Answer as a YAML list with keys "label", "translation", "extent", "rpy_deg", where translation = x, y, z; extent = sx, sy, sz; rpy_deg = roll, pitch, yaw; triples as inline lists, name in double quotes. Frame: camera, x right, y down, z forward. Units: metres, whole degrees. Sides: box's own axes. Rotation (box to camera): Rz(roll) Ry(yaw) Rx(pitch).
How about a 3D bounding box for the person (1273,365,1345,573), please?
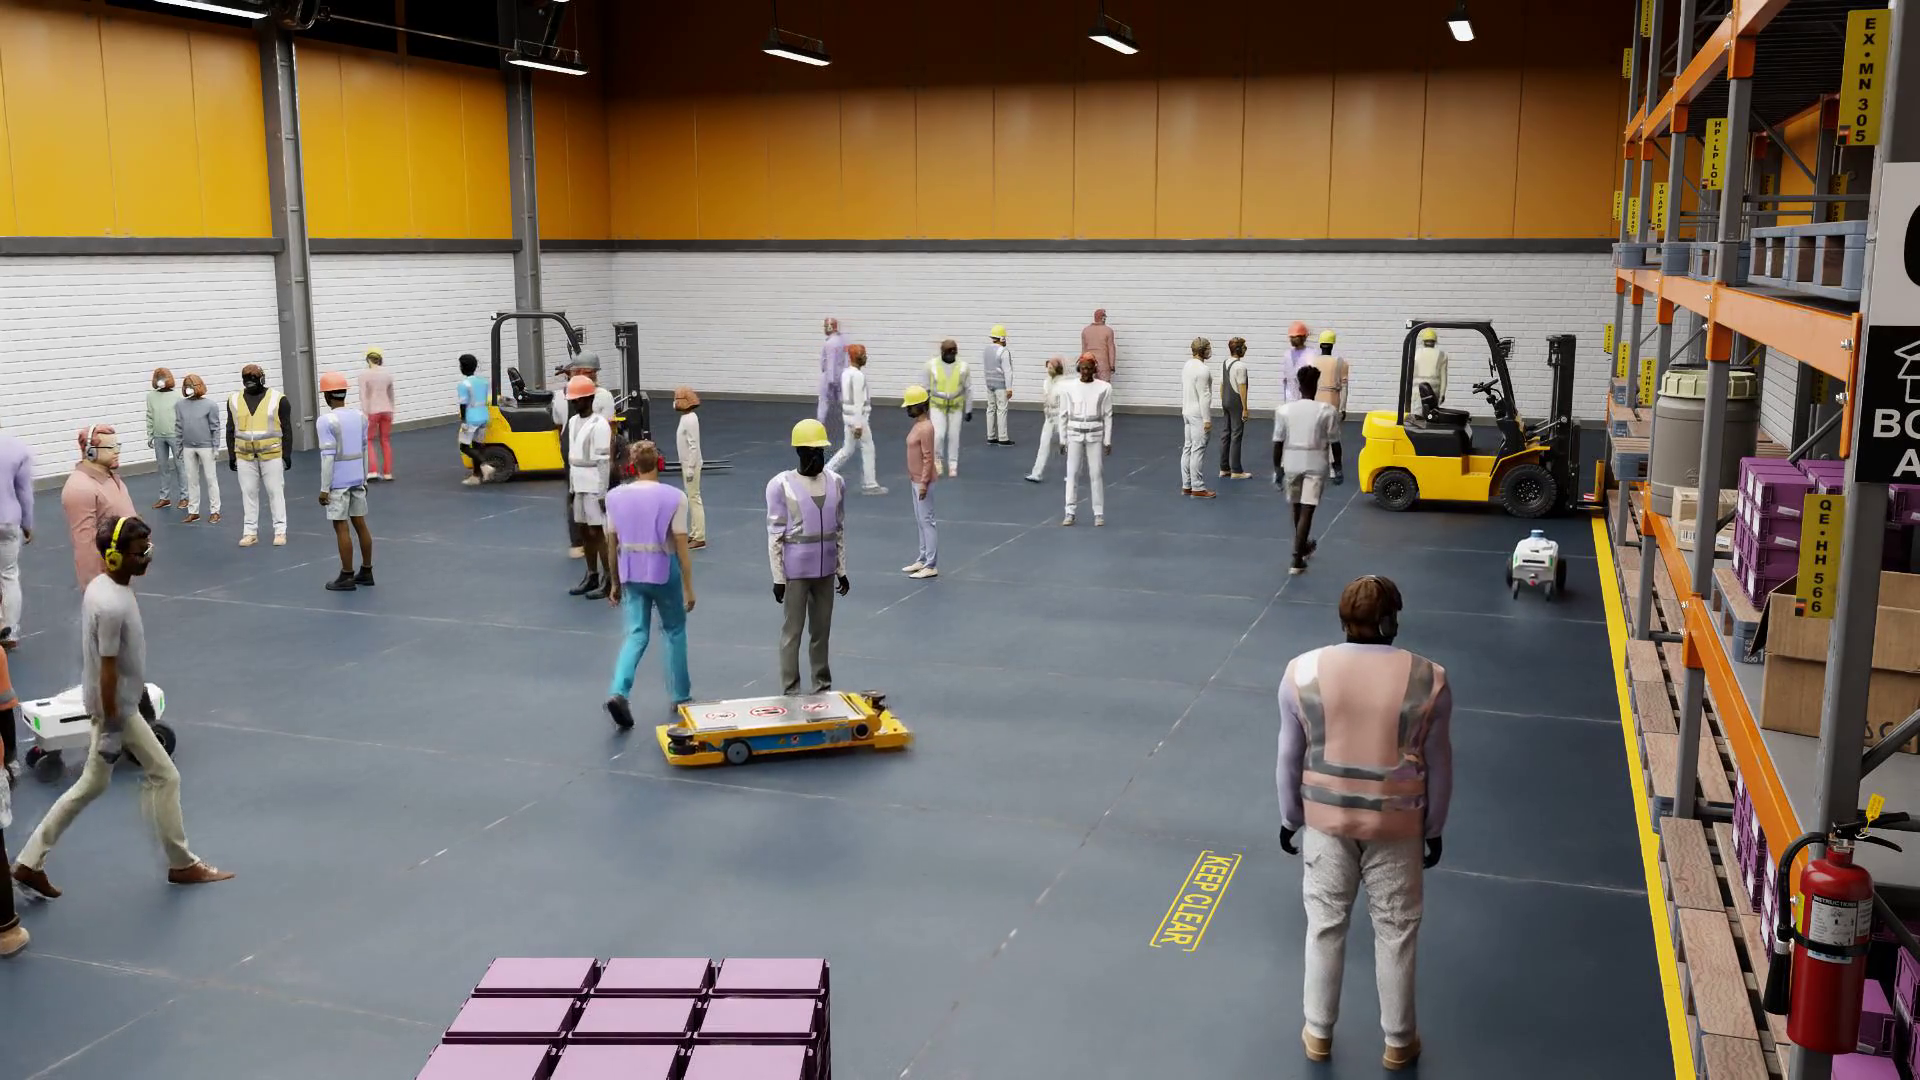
- label: "person"
  translation: [3.279, -0.682, 15.623]
  extent: [0.611, 1.910, 1.015]
  rpy_deg: [7, 12, 33]

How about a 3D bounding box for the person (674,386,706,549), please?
- label: "person"
  translation: [-2.709, -0.723, 16.637]
  extent: [0.271, 1.632, 0.503]
  rpy_deg: [-2, 10, -13]

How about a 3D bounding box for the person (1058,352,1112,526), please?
- label: "person"
  translation: [1.362, -1.080, 17.990]
  extent: [0.596, 1.881, 0.385]
  rpy_deg: [1, 10, 5]

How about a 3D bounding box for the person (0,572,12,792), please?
- label: "person"
  translation: [-5.439, 0.459, 8.966]
  extent: [0.375, 1.995, 0.611]
  rpy_deg: [3, 11, 17]

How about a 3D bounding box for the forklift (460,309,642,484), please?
- label: "forklift"
  translation: [-5.354, -1.902, 21.697]
  extent: [2.313, 2.155, 1.214]
  rpy_deg: [-2, 10, -13]

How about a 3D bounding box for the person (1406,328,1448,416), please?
- label: "person"
  translation: [6.942, -2.250, 24.770]
  extent: [0.600, 1.806, 0.774]
  rpy_deg: [3, 11, 18]

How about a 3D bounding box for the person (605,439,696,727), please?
- label: "person"
  translation: [-1.992, 0.271, 10.585]
  extent: [0.582, 1.813, 0.856]
  rpy_deg: [2, 10, 14]

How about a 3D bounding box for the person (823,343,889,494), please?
- label: "person"
  translation: [-1.328, -1.451, 20.129]
  extent: [0.860, 1.858, 0.584]
  rpy_deg: [-4, 11, -22]

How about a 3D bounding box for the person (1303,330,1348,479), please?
- label: "person"
  translation: [4.732, -1.751, 21.601]
  extent: [0.589, 1.927, 0.386]
  rpy_deg: [3, 10, 15]

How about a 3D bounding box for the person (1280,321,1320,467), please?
- label: "person"
  translation: [4.628, -1.943, 22.445]
  extent: [0.839, 2.019, 0.635]
  rpy_deg: [-8, 13, -40]

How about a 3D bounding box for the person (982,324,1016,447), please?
- label: "person"
  translation: [0.597, -2.330, 25.113]
  extent: [0.404, 1.837, 0.590]
  rpy_deg: [-8, 13, -38]

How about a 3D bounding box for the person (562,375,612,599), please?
- label: "person"
  translation: [-3.215, -0.457, 14.324]
  extent: [0.381, 1.927, 0.551]
  rpy_deg: [-8, 13, -39]

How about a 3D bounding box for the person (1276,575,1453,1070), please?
- label: "person"
  translation: [1.485, 1.039, 6.142]
  extent: [0.624, 1.841, 0.430]
  rpy_deg: [3, 11, 19]

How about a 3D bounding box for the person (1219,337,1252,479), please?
- label: "person"
  translation: [3.575, -1.714, 21.620]
  extent: [0.345, 1.847, 0.504]
  rpy_deg: [-5, 11, -26]

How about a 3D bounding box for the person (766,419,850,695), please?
- label: "person"
  translation: [-0.965, 0.182, 10.708]
  extent: [0.587, 1.930, 0.361]
  rpy_deg: [-9, 13, -41]

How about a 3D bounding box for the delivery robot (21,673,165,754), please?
- label: "delivery robot"
  translation: [-5.032, 1.008, 9.663]
  extent: [0.707, 0.478, 0.477]
  rpy_deg: [-8, 13, -39]

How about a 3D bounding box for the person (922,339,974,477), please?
- label: "person"
  translation: [-0.170, -1.708, 21.674]
  extent: [0.697, 1.817, 0.521]
  rpy_deg: [-1, 10, -7]

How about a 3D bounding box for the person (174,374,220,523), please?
- label: "person"
  translation: [-8.329, -0.997, 18.180]
  extent: [0.497, 1.633, 0.285]
  rpy_deg: [0, 10, 3]

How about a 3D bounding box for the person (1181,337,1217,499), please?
- label: "person"
  translation: [2.862, -1.469, 19.981]
  extent: [0.372, 1.940, 0.632]
  rpy_deg: [-3, 10, -14]

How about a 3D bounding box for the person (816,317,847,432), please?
- label: "person"
  translation: [-2.038, -2.647, 26.792]
  extent: [0.829, 1.878, 0.645]
  rpy_deg: [3, 11, 18]

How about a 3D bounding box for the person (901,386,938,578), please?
- label: "person"
  translation: [-0.371, -0.530, 15.204]
  extent: [0.326, 1.760, 0.524]
  rpy_deg: [-2, 10, -11]

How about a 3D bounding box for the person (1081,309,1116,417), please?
- label: "person"
  translation: [2.470, -3.121, 29.376]
  extent: [0.651, 1.907, 0.409]
  rpy_deg: [7, 12, 33]

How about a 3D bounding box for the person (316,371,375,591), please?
- label: "person"
  translation: [-5.444, -0.519, 14.639]
  extent: [0.370, 1.933, 0.551]
  rpy_deg: [4, 11, 23]

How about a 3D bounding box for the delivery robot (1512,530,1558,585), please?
- label: "delivery robot"
  translation: [5.007, 0.156, 14.459]
  extent: [0.477, 0.478, 0.707]
  rpy_deg: [4, 11, 22]

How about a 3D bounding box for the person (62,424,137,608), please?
- label: "person"
  translation: [-5.425, 0.209, 10.620]
  extent: [0.406, 1.906, 0.654]
  rpy_deg: [-2, 10, -12]

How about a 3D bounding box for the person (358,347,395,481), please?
- label: "person"
  translation: [-7.482, -1.617, 21.404]
  extent: [0.488, 1.725, 0.543]
  rpy_deg: [8, 13, 39]

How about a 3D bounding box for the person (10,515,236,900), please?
- label: "person"
  translation: [-3.957, 0.782, 7.674]
  extent: [0.938, 1.827, 0.539]
  rpy_deg: [-6, 12, -32]

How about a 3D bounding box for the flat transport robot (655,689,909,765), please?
- label: "flat transport robot"
  translation: [-1.087, 1.123, 10.080]
  extent: [1.431, 0.197, 0.652]
  rpy_deg: [-3, 11, -17]

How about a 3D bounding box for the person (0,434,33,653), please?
- label: "person"
  translation: [-7.128, -0.091, 12.250]
  extent: [0.508, 1.927, 0.627]
  rpy_deg: [9, 14, 42]

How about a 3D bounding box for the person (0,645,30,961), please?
- label: "person"
  translation: [-4.231, 0.961, 6.973]
  extent: [0.540, 1.695, 0.317]
  rpy_deg: [-5, 11, -25]

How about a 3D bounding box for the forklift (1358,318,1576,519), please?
- label: "forklift"
  translation: [5.787, -1.437, 19.079]
  extent: [2.313, 2.155, 1.214]
  rpy_deg: [3, 11, 19]

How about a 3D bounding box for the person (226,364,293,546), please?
- label: "person"
  translation: [-7.067, -0.851, 16.775]
  extent: [0.636, 1.842, 0.429]
  rpy_deg: [-1, 10, -7]

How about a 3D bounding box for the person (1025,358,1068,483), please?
- label: "person"
  translation: [1.219, -1.517, 21.215]
  extent: [0.859, 1.590, 0.518]
  rpy_deg: [-9, 13, -41]

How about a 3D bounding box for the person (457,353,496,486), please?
- label: "person"
  translation: [-6.045, -1.490, 20.805]
  extent: [0.539, 1.681, 0.543]
  rpy_deg: [4, 11, 22]

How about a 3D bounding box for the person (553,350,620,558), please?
- label: "person"
  translation: [-3.566, -0.865, 16.289]
  extent: [0.704, 2.000, 0.820]
  rpy_deg: [4, 11, 22]

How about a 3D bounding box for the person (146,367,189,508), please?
- label: "person"
  translation: [-9.138, -1.175, 19.185]
  extent: [0.502, 1.633, 0.282]
  rpy_deg: [1, 10, 5]
